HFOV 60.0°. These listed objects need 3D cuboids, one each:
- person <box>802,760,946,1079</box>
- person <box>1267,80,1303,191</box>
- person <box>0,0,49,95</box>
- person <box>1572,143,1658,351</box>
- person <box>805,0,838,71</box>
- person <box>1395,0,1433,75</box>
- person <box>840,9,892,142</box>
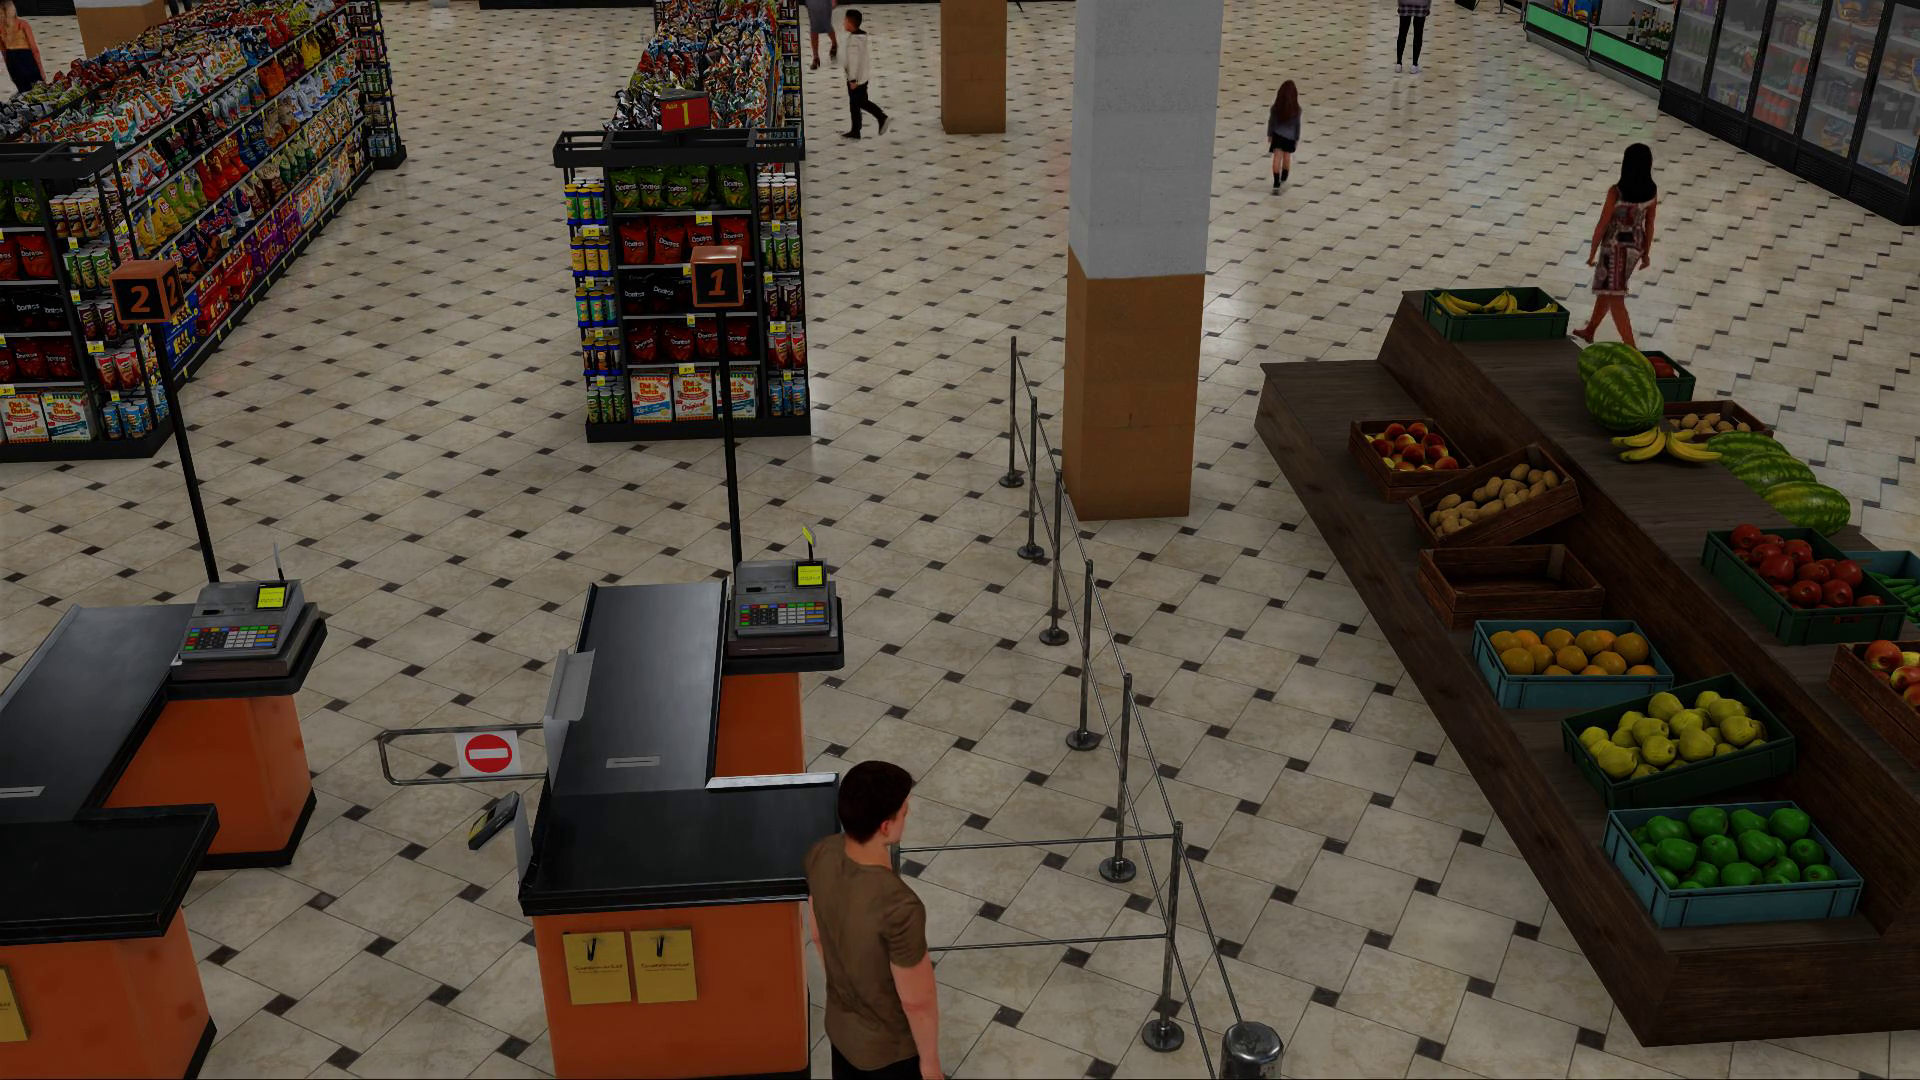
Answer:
[{"bbox_3d":[-0.267,1.479,5.074,0.809,1.848,0.715,-22,34,-36],"label":"person"},{"bbox_3d":[3.285,-4.104,16.934,0.640,1.079,0.835,7,28,13],"label":"person"},{"bbox_3d":[-10.443,-5.195,18.502,0.601,1.607,0.636,-2,27,-3],"label":"person"},{"bbox_3d":[4.960,-2.083,12.381,0.751,1.593,1.178,-7,28,-14],"label":"person"},{"bbox_3d":[-1.857,-7.284,22.440,0.805,1.771,0.972,9,28,17],"label":"person"},{"bbox_3d":[6.045,-7.141,22.159,0.697,1.769,0.706,12,29,23],"label":"person"},{"bbox_3d":[-1.080,-5.216,18.731,0.787,1.438,0.825,5,27,10],"label":"person"}]
